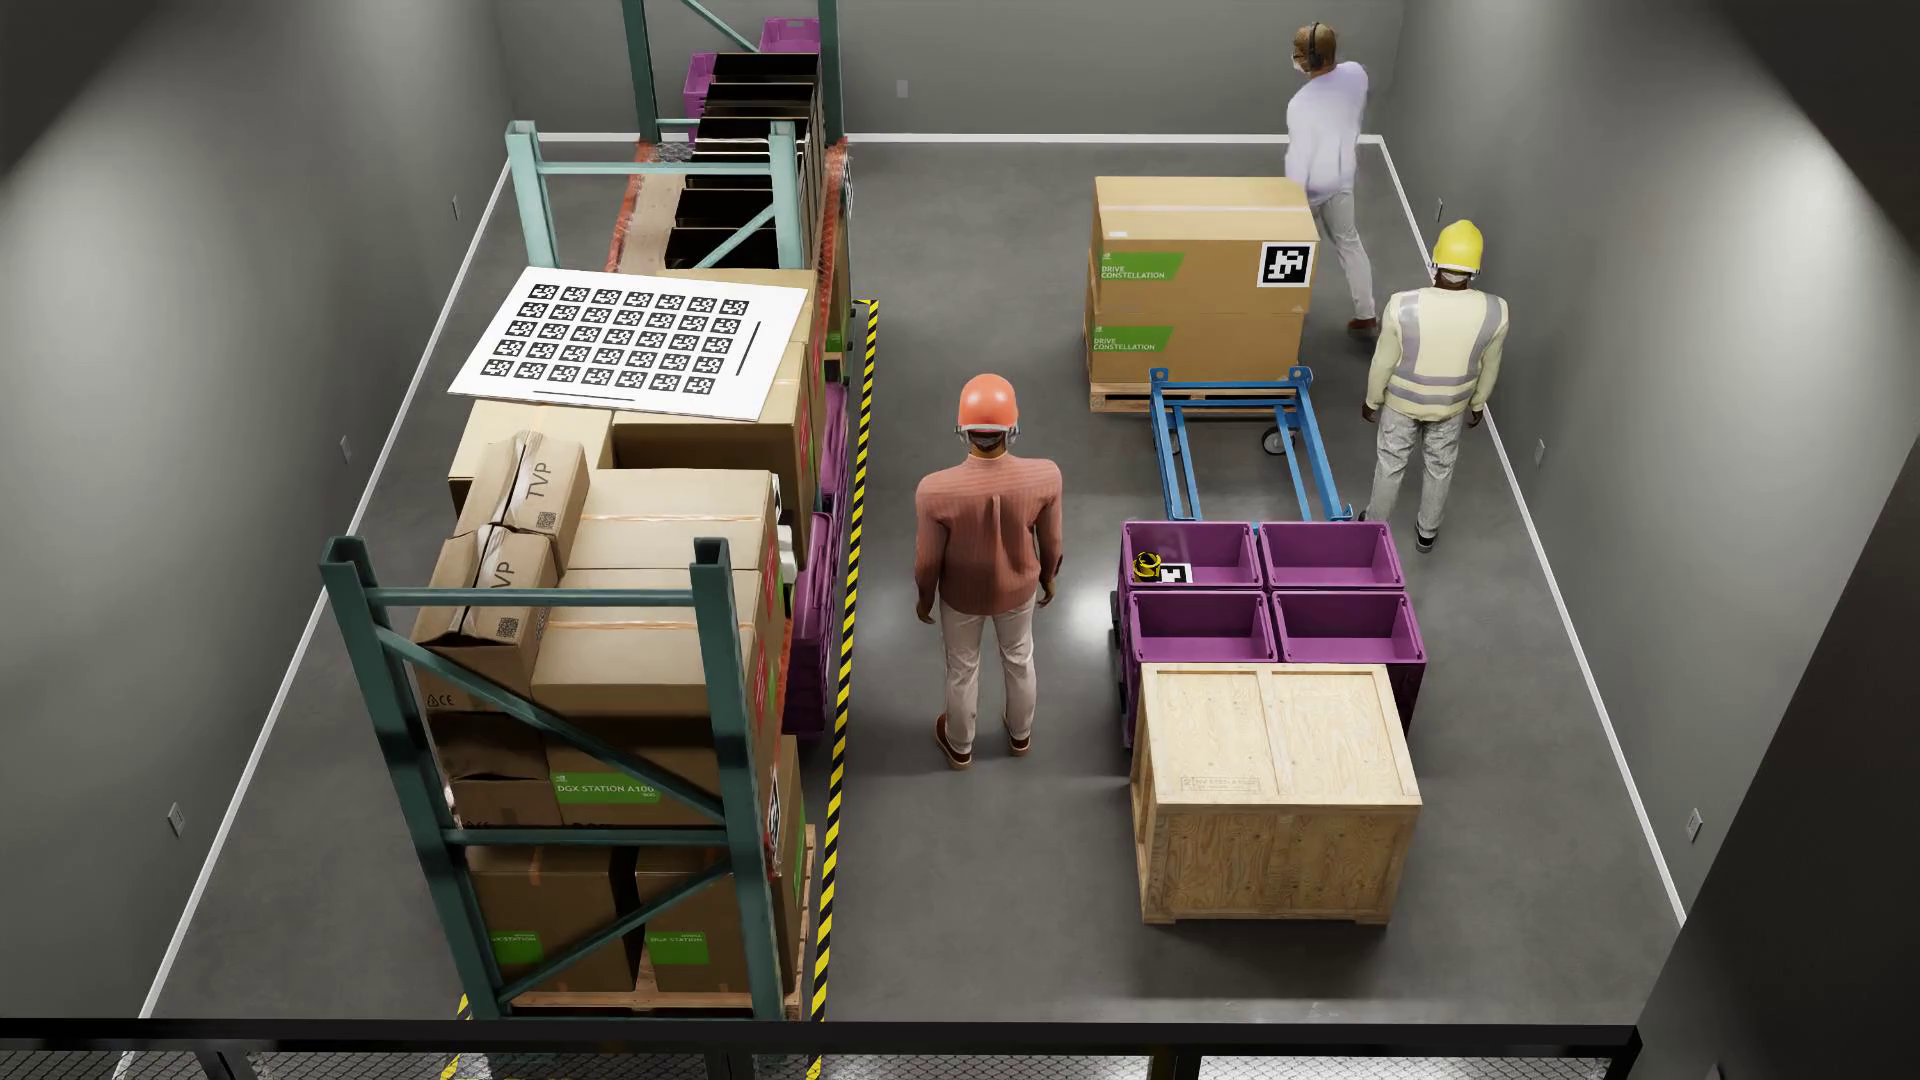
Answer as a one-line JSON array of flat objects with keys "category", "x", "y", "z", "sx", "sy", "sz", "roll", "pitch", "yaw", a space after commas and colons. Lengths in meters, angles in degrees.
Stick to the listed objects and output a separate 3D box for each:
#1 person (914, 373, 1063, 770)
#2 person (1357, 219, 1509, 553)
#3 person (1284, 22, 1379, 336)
[{"category": "person", "x": 0.111, "y": 0.170, "z": 6.884, "sx": 0.622, "sy": 1.985, "sz": 0.388, "roll": -10, "pitch": 42, "yaw": -11}, {"category": "person", "x": 2.244, "y": -0.706, "z": 7.997, "sx": 0.600, "sy": 1.830, "sz": 0.404, "roll": 2, "pitch": 41, "yaw": 2}, {"category": "person", "x": 2.106, "y": -2.029, "z": 9.476, "sx": 0.734, "sy": 1.881, "sz": 0.998, "roll": -28, "pitch": 48, "yaw": -28}]
